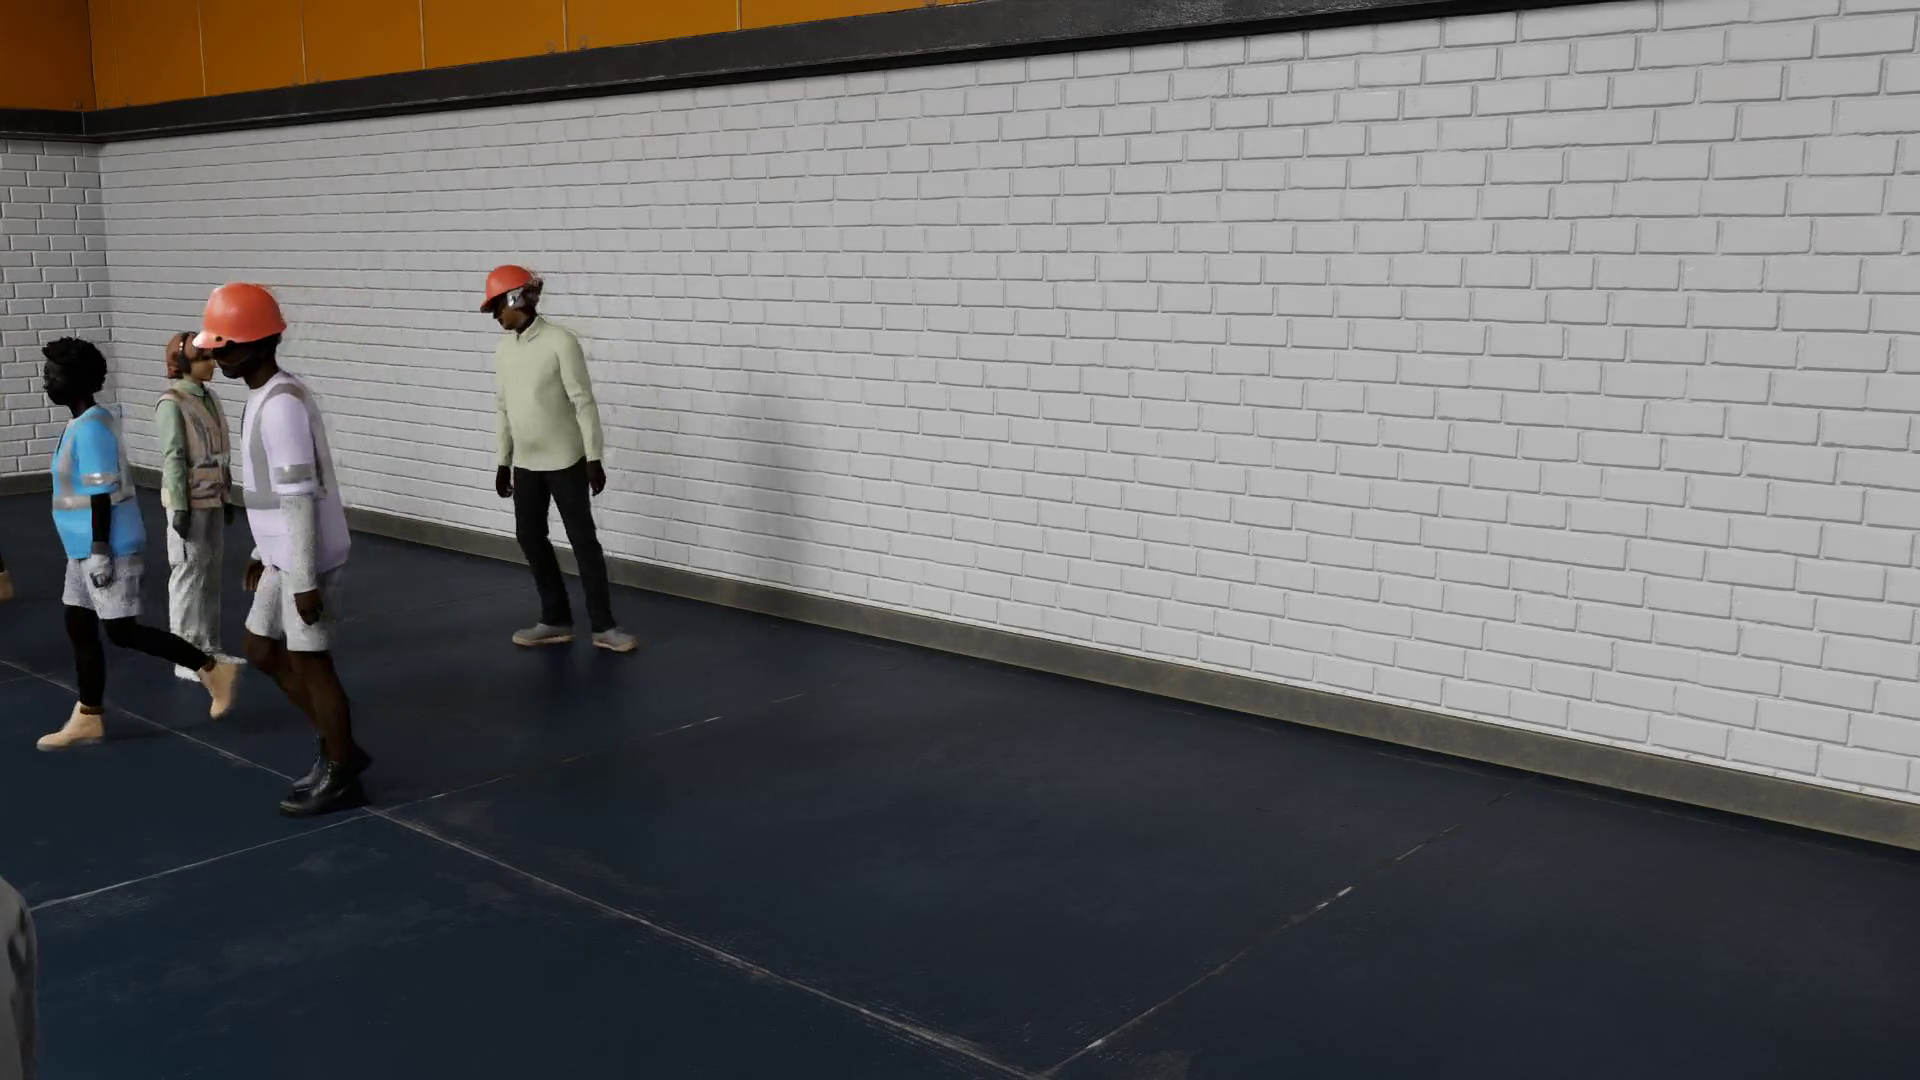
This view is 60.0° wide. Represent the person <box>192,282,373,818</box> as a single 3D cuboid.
[{"bbox_3d":[-2.370,0.058,5.835,0.497,1.903,0.575,-5,11,-27],"label":"person"}]

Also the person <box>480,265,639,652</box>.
[{"bbox_3d":[-2.003,-0.391,8.326,0.832,1.945,0.380,6,11,29],"label":"person"}]

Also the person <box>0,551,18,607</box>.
[{"bbox_3d":[-5.688,-0.538,8.968,0.633,1.985,1.032,7,12,36],"label":"person"}]

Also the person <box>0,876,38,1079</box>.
[{"bbox_3d":[-0.805,0.853,1.140,0.365,1.962,0.614,-2,10,-11],"label":"person"}]

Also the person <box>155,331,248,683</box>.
[{"bbox_3d":[-3.587,-0.159,7.831,0.311,1.639,0.523,0,10,-1],"label":"person"}]

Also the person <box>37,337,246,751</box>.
[{"bbox_3d":[-3.377,0.010,6.748,0.714,1.675,0.531,-7,12,-34],"label":"person"}]
